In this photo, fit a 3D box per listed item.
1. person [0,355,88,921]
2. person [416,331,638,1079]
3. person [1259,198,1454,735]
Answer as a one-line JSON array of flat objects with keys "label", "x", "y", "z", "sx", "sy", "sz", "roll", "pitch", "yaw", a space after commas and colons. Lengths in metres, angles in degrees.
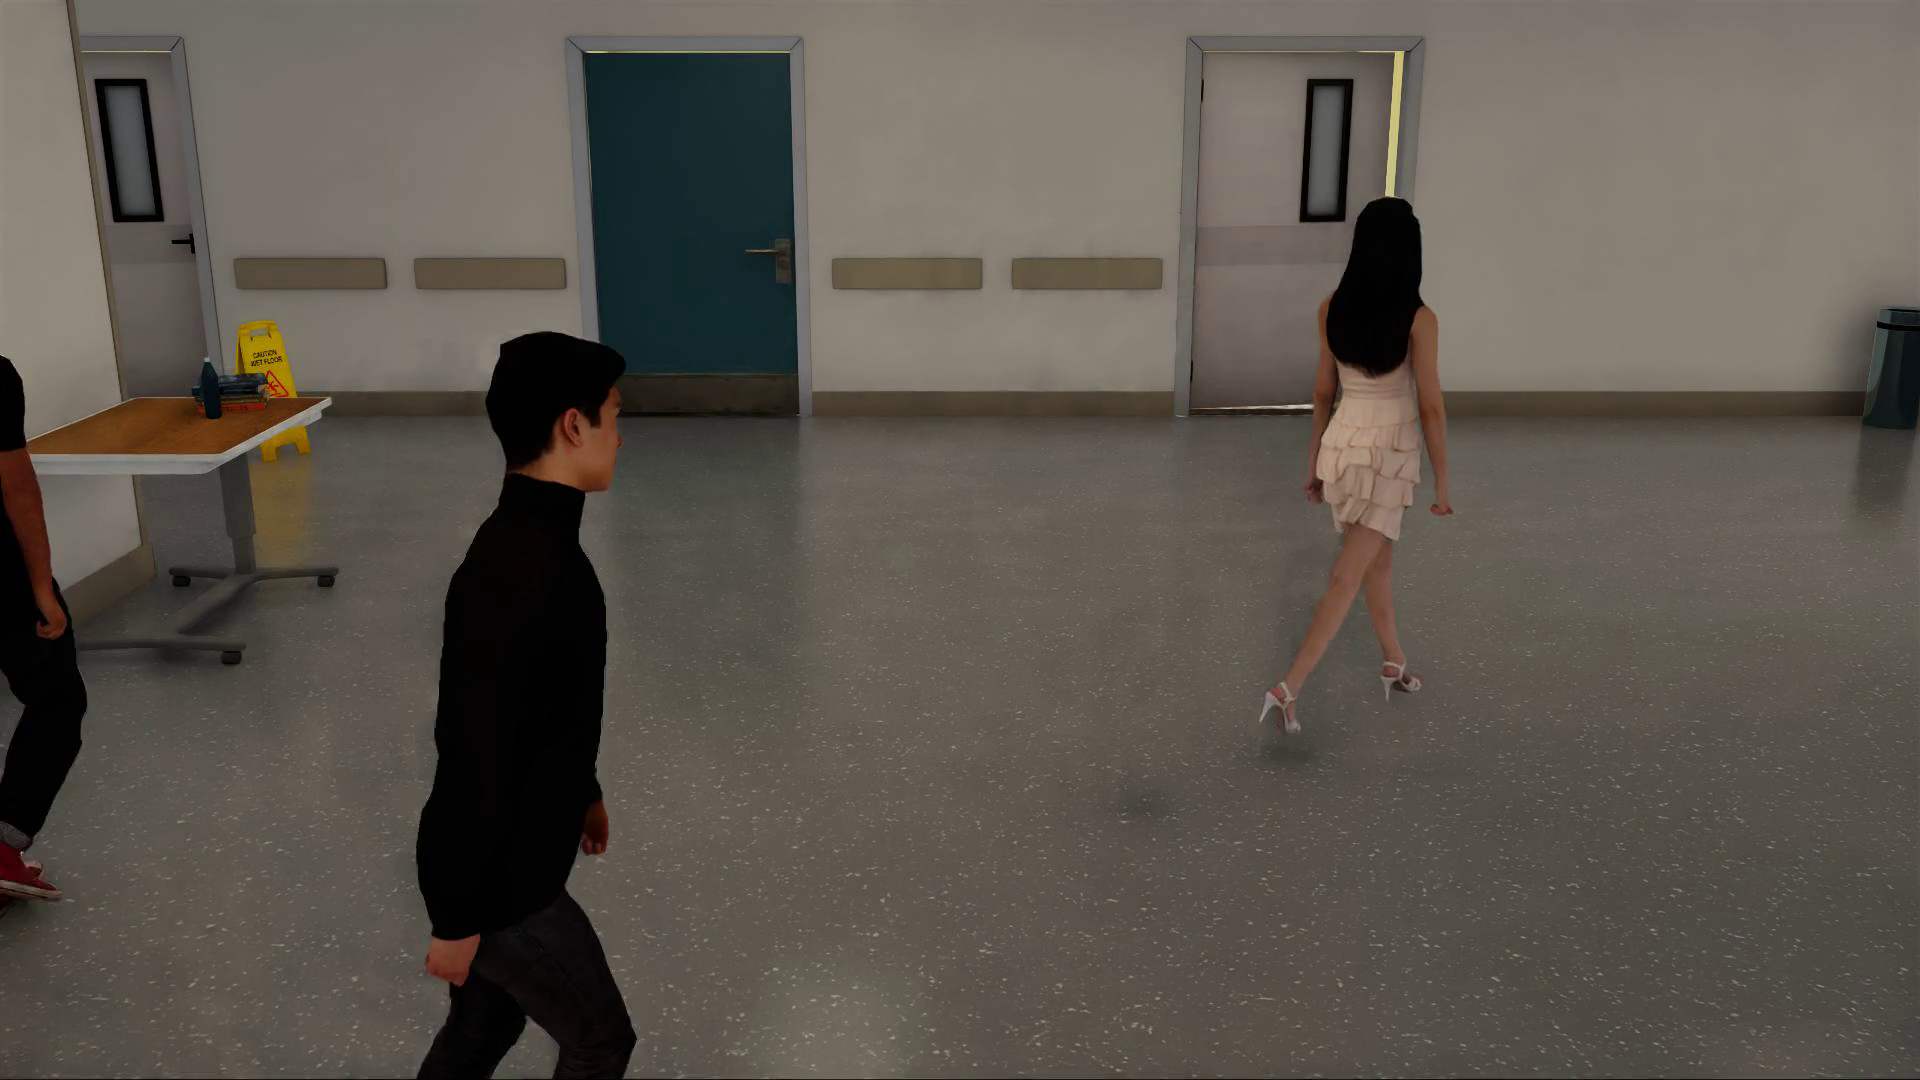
[{"label": "person", "x": -2.442, "y": 0.147, "z": 4.012, "sx": 0.598, "sy": 1.745, "sz": 0.697, "roll": 0, "pitch": 16, "yaw": 2}, {"label": "person", "x": -0.822, "y": 0.526, "z": 2.764, "sx": 0.930, "sy": 1.693, "sz": 0.785, "roll": -2, "pitch": 16, "yaw": -8}, {"label": "person", "x": 1.234, "y": -0.172, "z": 5.237, "sx": 1.114, "sy": 1.695, "sz": 1.027, "roll": -14, "pitch": 21, "yaw": -40}]
